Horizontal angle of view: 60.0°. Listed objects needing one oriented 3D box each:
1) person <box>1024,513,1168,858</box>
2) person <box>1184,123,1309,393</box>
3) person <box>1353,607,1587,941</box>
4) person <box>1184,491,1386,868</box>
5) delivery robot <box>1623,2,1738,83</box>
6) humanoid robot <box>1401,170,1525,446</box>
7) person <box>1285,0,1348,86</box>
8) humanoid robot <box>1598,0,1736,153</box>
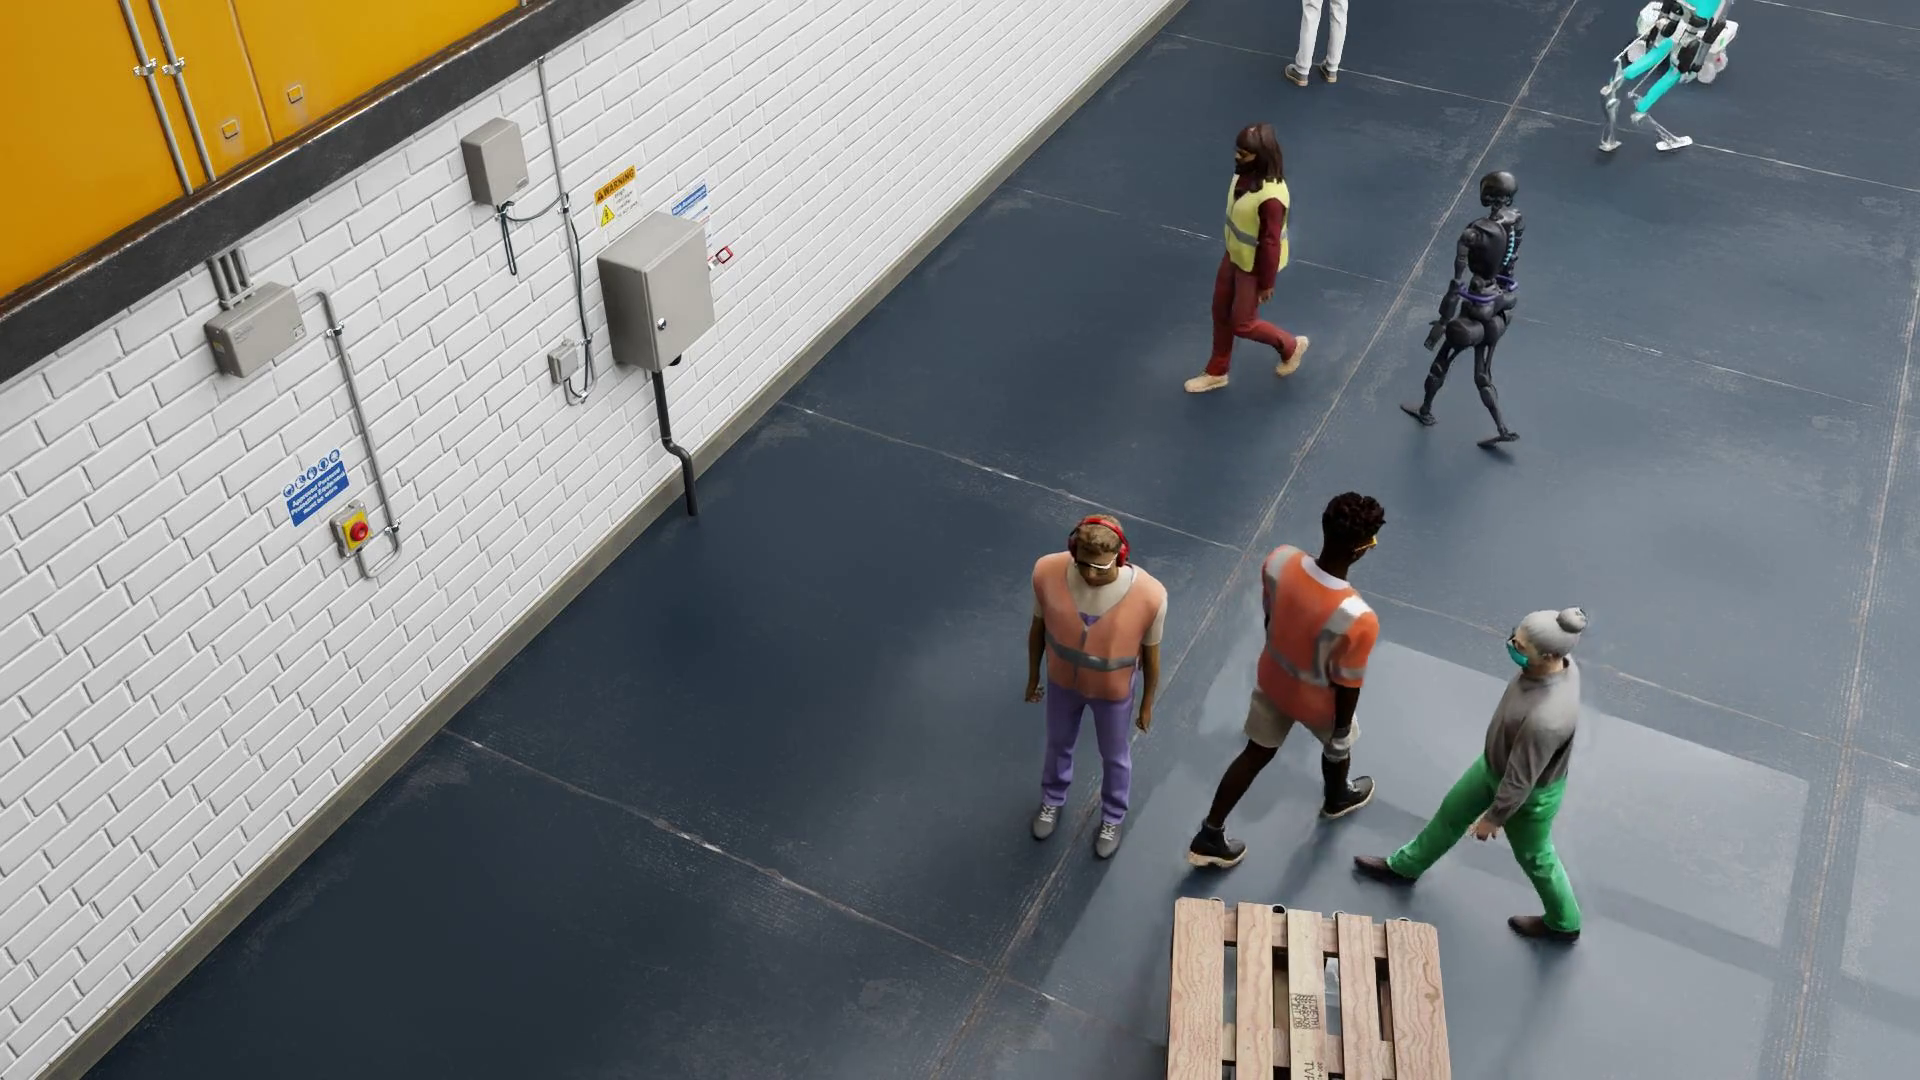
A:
[{"bbox_3d":[0.554,0.586,6.960,0.562,1.837,0.386,14,43,16],"label":"person"},{"bbox_3d":[1.710,-1.600,9.561,0.653,1.750,0.471,-11,42,-13],"label":"person"},{"bbox_3d":[2.206,0.924,6.605,0.968,1.789,0.529,9,42,11],"label":"person"},{"bbox_3d":[1.411,0.606,6.885,1.021,1.906,0.613,-25,47,-26],"label":"person"},{"bbox_3d":[5.757,-4.025,13.299,0.801,0.612,0.499,27,48,28],"label":"delivery robot"},{"bbox_3d":[2.917,-1.255,9.253,0.584,1.635,0.726,-27,47,-27],"label":"humanoid robot"},{"bbox_3d":[2.819,-4.404,12.708,0.573,1.884,0.356,-8,41,-9],"label":"person"},{"bbox_3d":[4.926,-3.412,11.666,0.963,1.742,0.577,-15,43,-17],"label":"humanoid robot"}]
